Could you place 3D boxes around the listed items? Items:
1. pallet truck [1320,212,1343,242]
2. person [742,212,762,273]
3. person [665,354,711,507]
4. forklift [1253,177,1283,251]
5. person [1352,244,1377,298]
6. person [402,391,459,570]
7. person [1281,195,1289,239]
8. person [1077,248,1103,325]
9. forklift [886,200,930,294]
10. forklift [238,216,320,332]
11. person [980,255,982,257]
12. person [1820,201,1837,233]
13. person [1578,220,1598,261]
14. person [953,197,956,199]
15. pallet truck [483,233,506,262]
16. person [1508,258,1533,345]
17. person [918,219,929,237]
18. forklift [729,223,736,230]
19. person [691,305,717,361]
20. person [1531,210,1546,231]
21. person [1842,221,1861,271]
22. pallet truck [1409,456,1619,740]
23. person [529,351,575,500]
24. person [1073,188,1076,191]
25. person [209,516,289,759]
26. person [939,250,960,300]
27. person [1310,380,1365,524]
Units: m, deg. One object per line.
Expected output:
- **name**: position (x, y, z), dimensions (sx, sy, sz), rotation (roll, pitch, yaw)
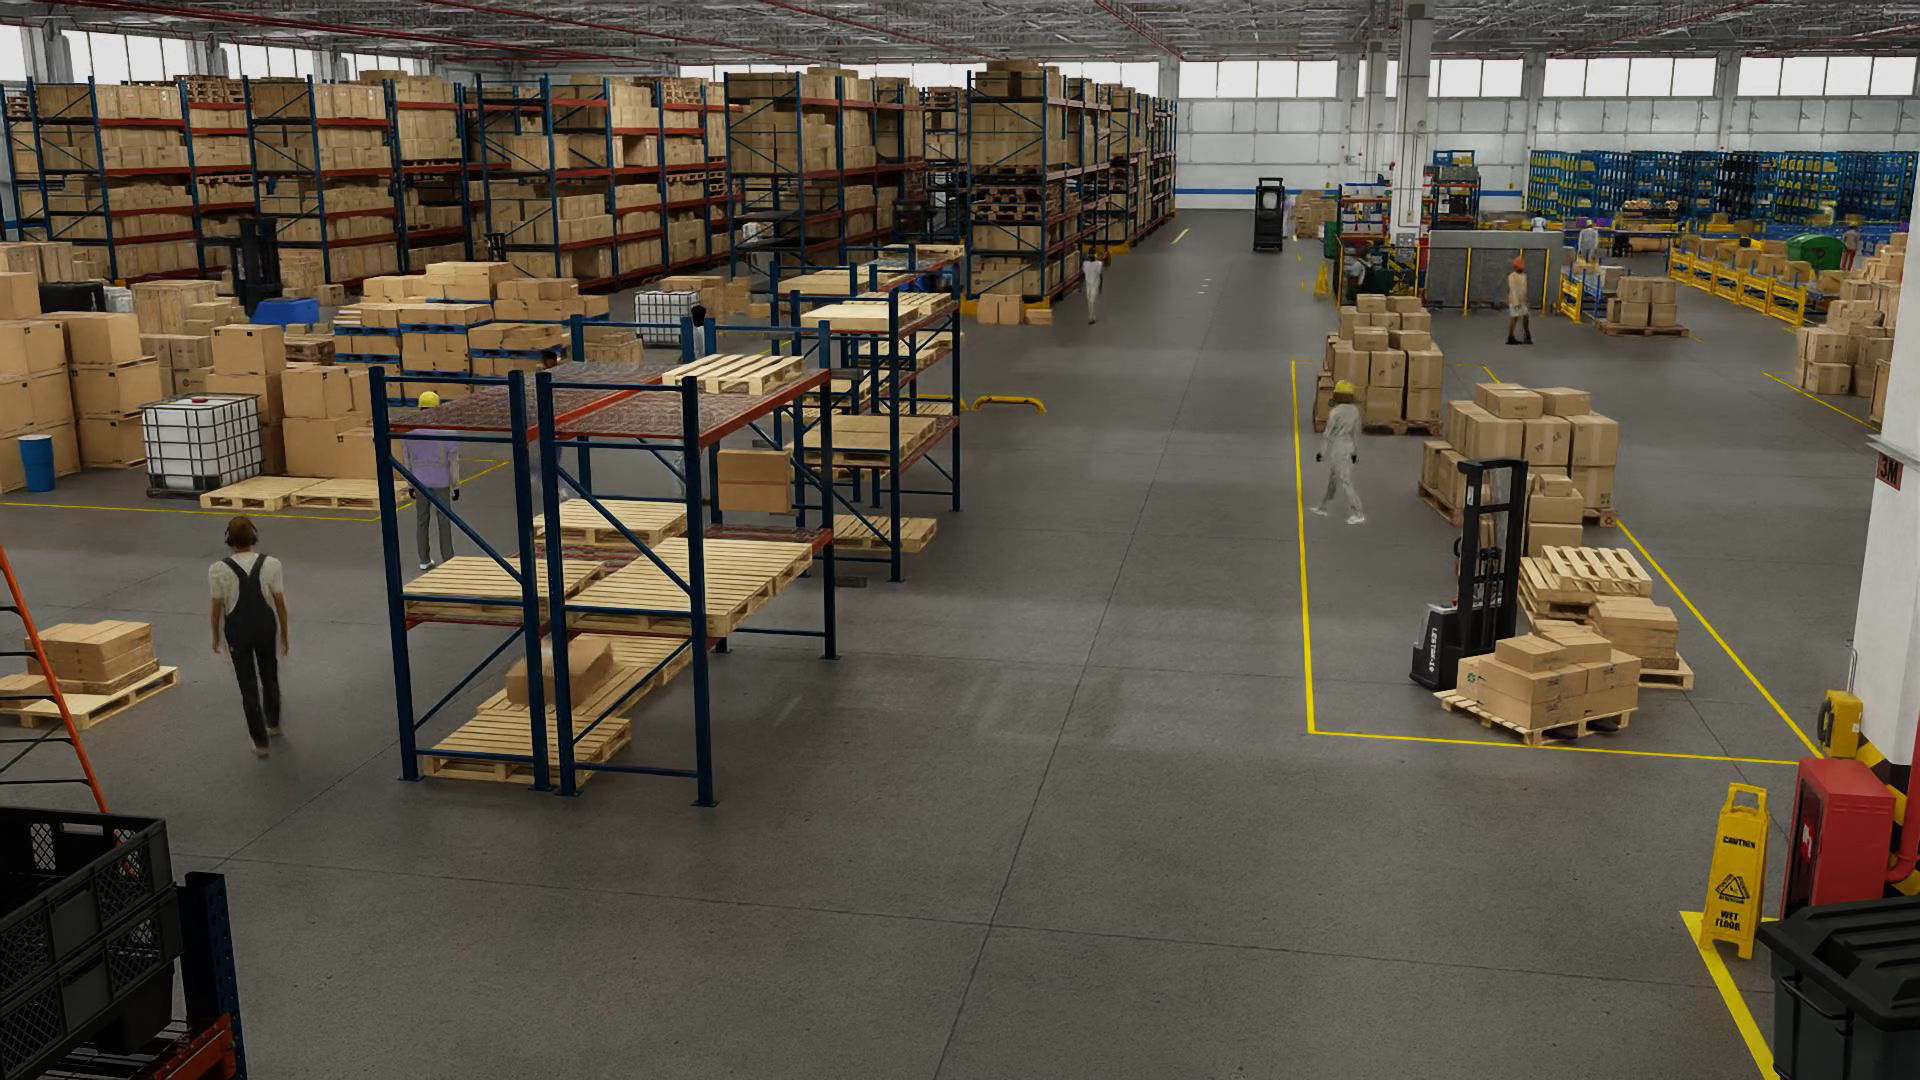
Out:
- **pallet truck**: position (15.874, -13.227, 70.310), dimensions (0.680, 1.201, 1.601), rotation (10, 17, 35)
- **person**: position (-6.822, -9.734, 54.566), dimensions (0.657, 1.999, 0.947), rotation (-2, 14, -10)
- **person**: position (-3.395, -1.365, 20.692), dimensions (0.629, 1.937, 0.378), rotation (9, 17, 33)
- **forklift**: position (12.083, -12.747, 64.956), dimensions (1.129, 2.768, 1.873), rotation (3, 14, 10)
- **person**: position (9.421, -5.960, 39.128), dimensions (0.797, 2.000, 0.681), rotation (11, 18, 38)
- **person**: position (-5.620, -0.627, 17.742), dimensions (0.581, 1.919, 0.400), rotation (0, 14, -2)
- **person**: position (14.097, -14.009, 72.134), dimensions (0.370, 1.898, 0.756), rotation (6, 15, 23)
- **person**: position (3.103, -6.096, 40.106), dimensions (0.522, 1.838, 0.852), rotation (9, 16, 32)
- **forklift**: position (-1.330, -7.621, 44.145), dimensions (1.129, 2.768, 1.873), rotation (3, 14, 10)
- **forklift**: position (-14.775, -5.456, 35.356), dimensions (1.873, 2.768, 1.129), rotation (3, 14, 10)
- **person**: position (0.855, -9.276, 53.302), dimensions (0.540, 1.695, 0.317), rotation (-8, 16, -28)
- **person**: position (35.812, -13.105, 68.680), dimensions (0.659, 1.796, 0.611), rotation (0, 14, -1)
- **person**: position (20.331, -9.472, 53.913), dimensions (0.592, 1.782, 0.923), rotation (3, 14, 14)
- **person**: position (-0.301, -19.196, 93.085), dimensions (0.538, 1.930, 0.649), rotation (3, 14, 12)
- **pallet truck**: position (-11.832, -7.026, 43.548), dimensions (1.885, 1.965, 0.823), rotation (8, 16, 28)
- **person**: position (12.290, -5.204, 36.406), dimensions (0.680, 1.892, 0.446), rotation (-10, 17, -35)
- **person**: position (-1.322, -11.603, 62.924), dimensions (0.692, 1.610, 0.502), rotation (12, 18, 40)
- **forklift**: position (-9.989, -13.994, 70.021), dimensions (1.129, 2.768, 1.873), rotation (3, 14, 10)
- **person**: position (-4.037, -2.694, 26.056), dimensions (0.387, 1.957, 0.606), rotation (9, 17, 33)
- **person**: position (21.808, -11.598, 62.767), dimensions (0.543, 1.684, 0.324), rotation (2, 14, 8)
- **person**: position (28.832, -9.433, 53.839), dimensions (0.526, 1.755, 0.365), rotation (10, 17, 35)
- **pallet truck**: position (4.504, 0.400, 13.395), dimensions (0.823, 1.965, 1.885), rotation (-6, 15, -23)
- **person**: position (-5.134, -1.468, 21.219), dimensions (0.580, 1.876, 0.865), rotation (-11, 18, -37)
- **person**: position (5.793, -17.051, 84.626), dimensions (0.617, 1.820, 0.826), rotation (3, 14, 11)
- **person**: position (-5.380, 0.700, 12.565), dimensions (0.512, 1.817, 0.820), rotation (-9, 17, -33)
- **person**: position (-0.277, -7.039, 44.313), dimensions (0.544, 1.651, 0.884), rotation (2, 14, 7)
- **person**: position (4.587, -1.065, 19.955), dimensions (0.497, 1.701, 0.886), rotation (-12, 18, -40)
